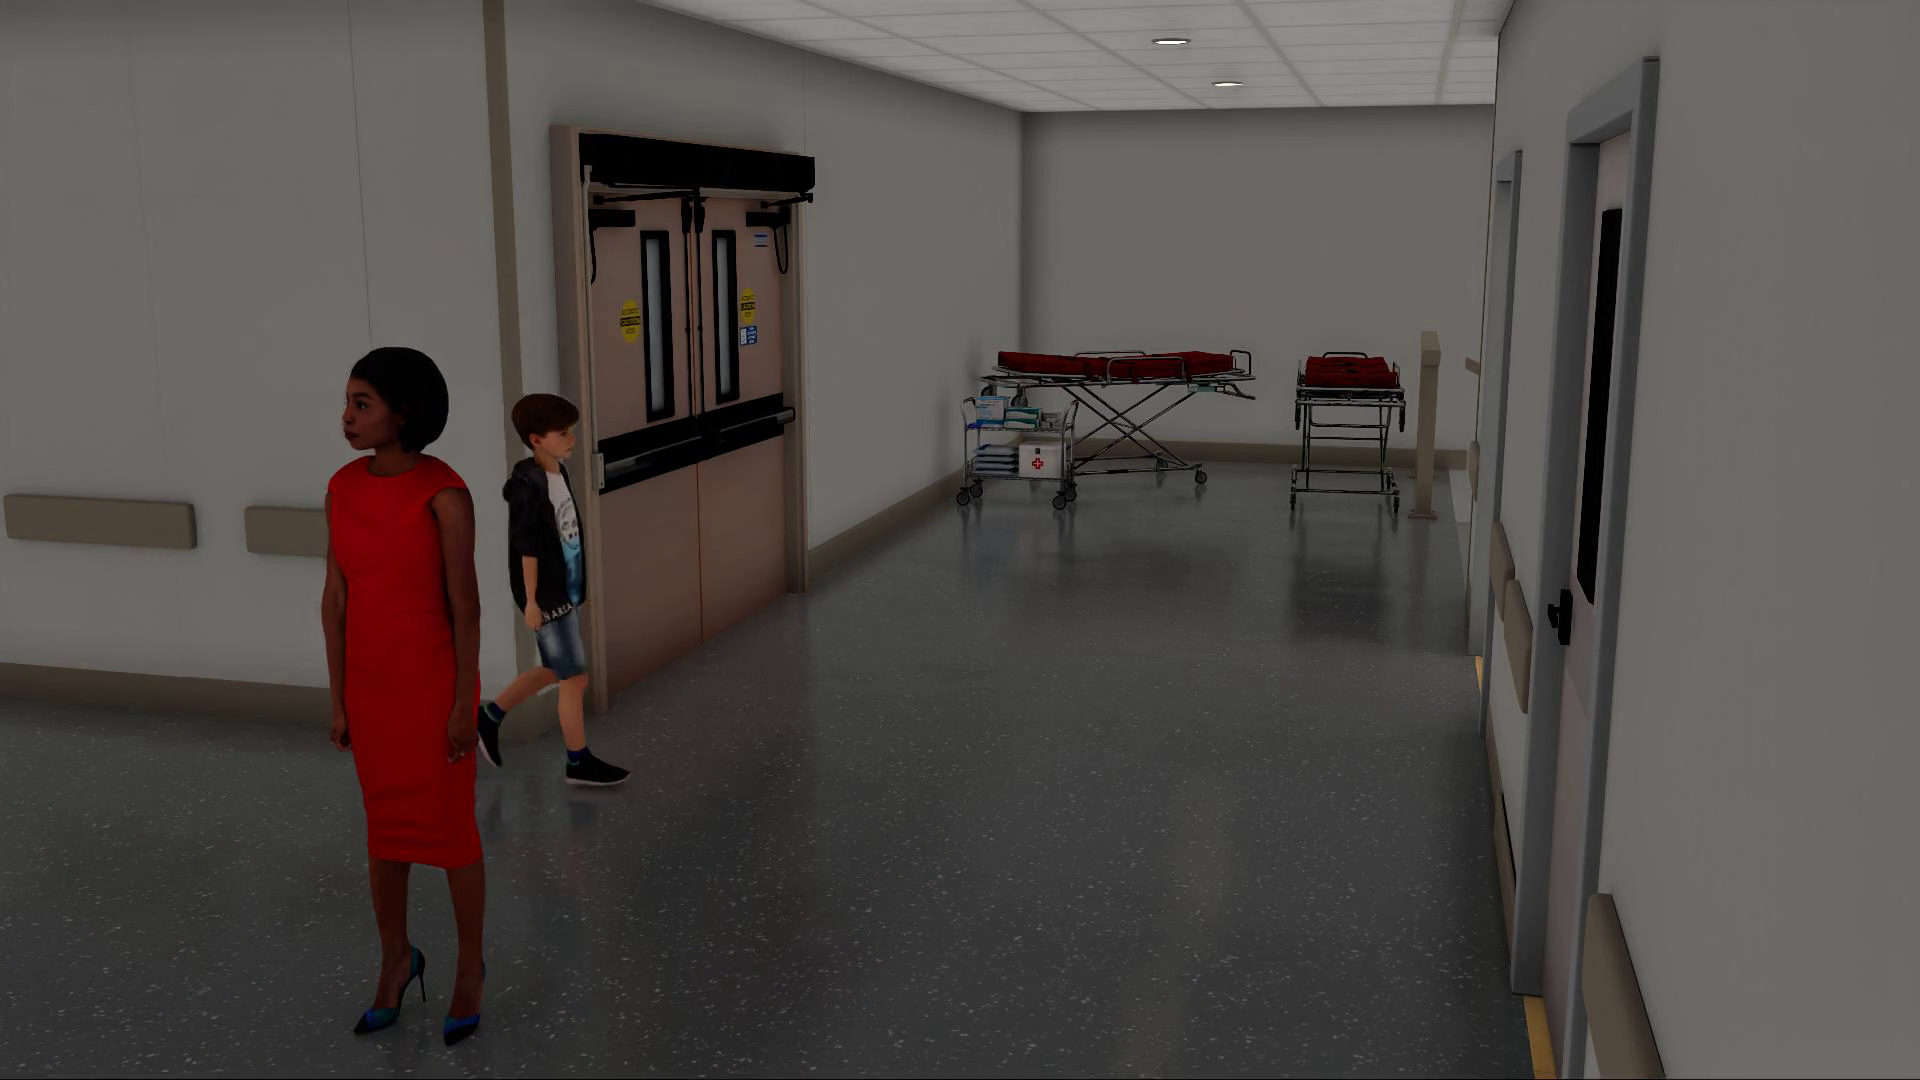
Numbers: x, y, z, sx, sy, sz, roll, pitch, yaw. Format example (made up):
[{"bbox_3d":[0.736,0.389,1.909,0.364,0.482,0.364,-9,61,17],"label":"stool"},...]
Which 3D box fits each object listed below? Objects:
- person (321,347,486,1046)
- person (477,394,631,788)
[{"bbox_3d":[-1.363,0.391,4.138,0.561,1.743,0.500,3,11,17],"label":"person"},{"bbox_3d":[-1.539,0.190,6.028,0.712,1.432,0.855,1,11,3],"label":"person"}]
